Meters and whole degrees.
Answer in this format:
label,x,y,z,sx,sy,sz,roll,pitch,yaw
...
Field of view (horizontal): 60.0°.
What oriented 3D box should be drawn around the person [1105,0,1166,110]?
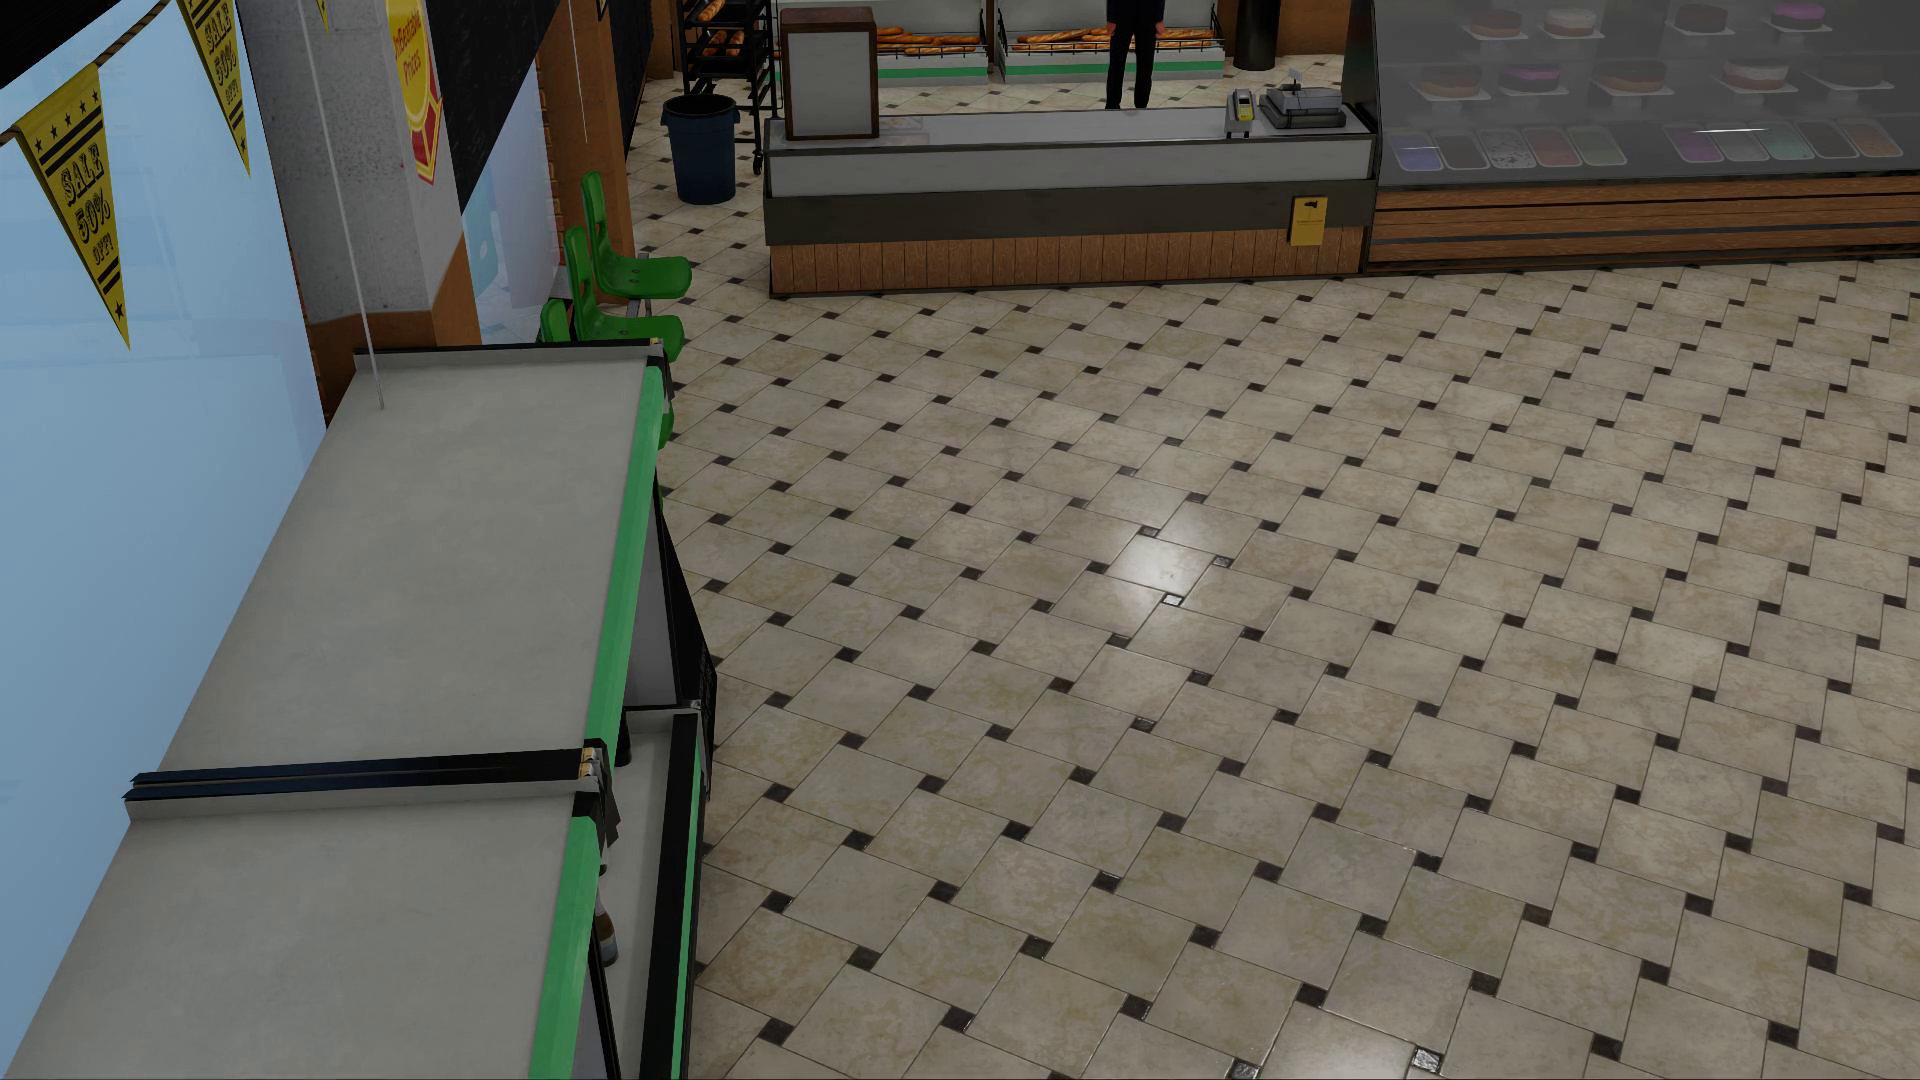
label,x,y,z,sx,sy,sz,roll,pitch,yaw
person,1.422,-4.245,13.475,0.625,1.868,0.566,-2,32,-4
